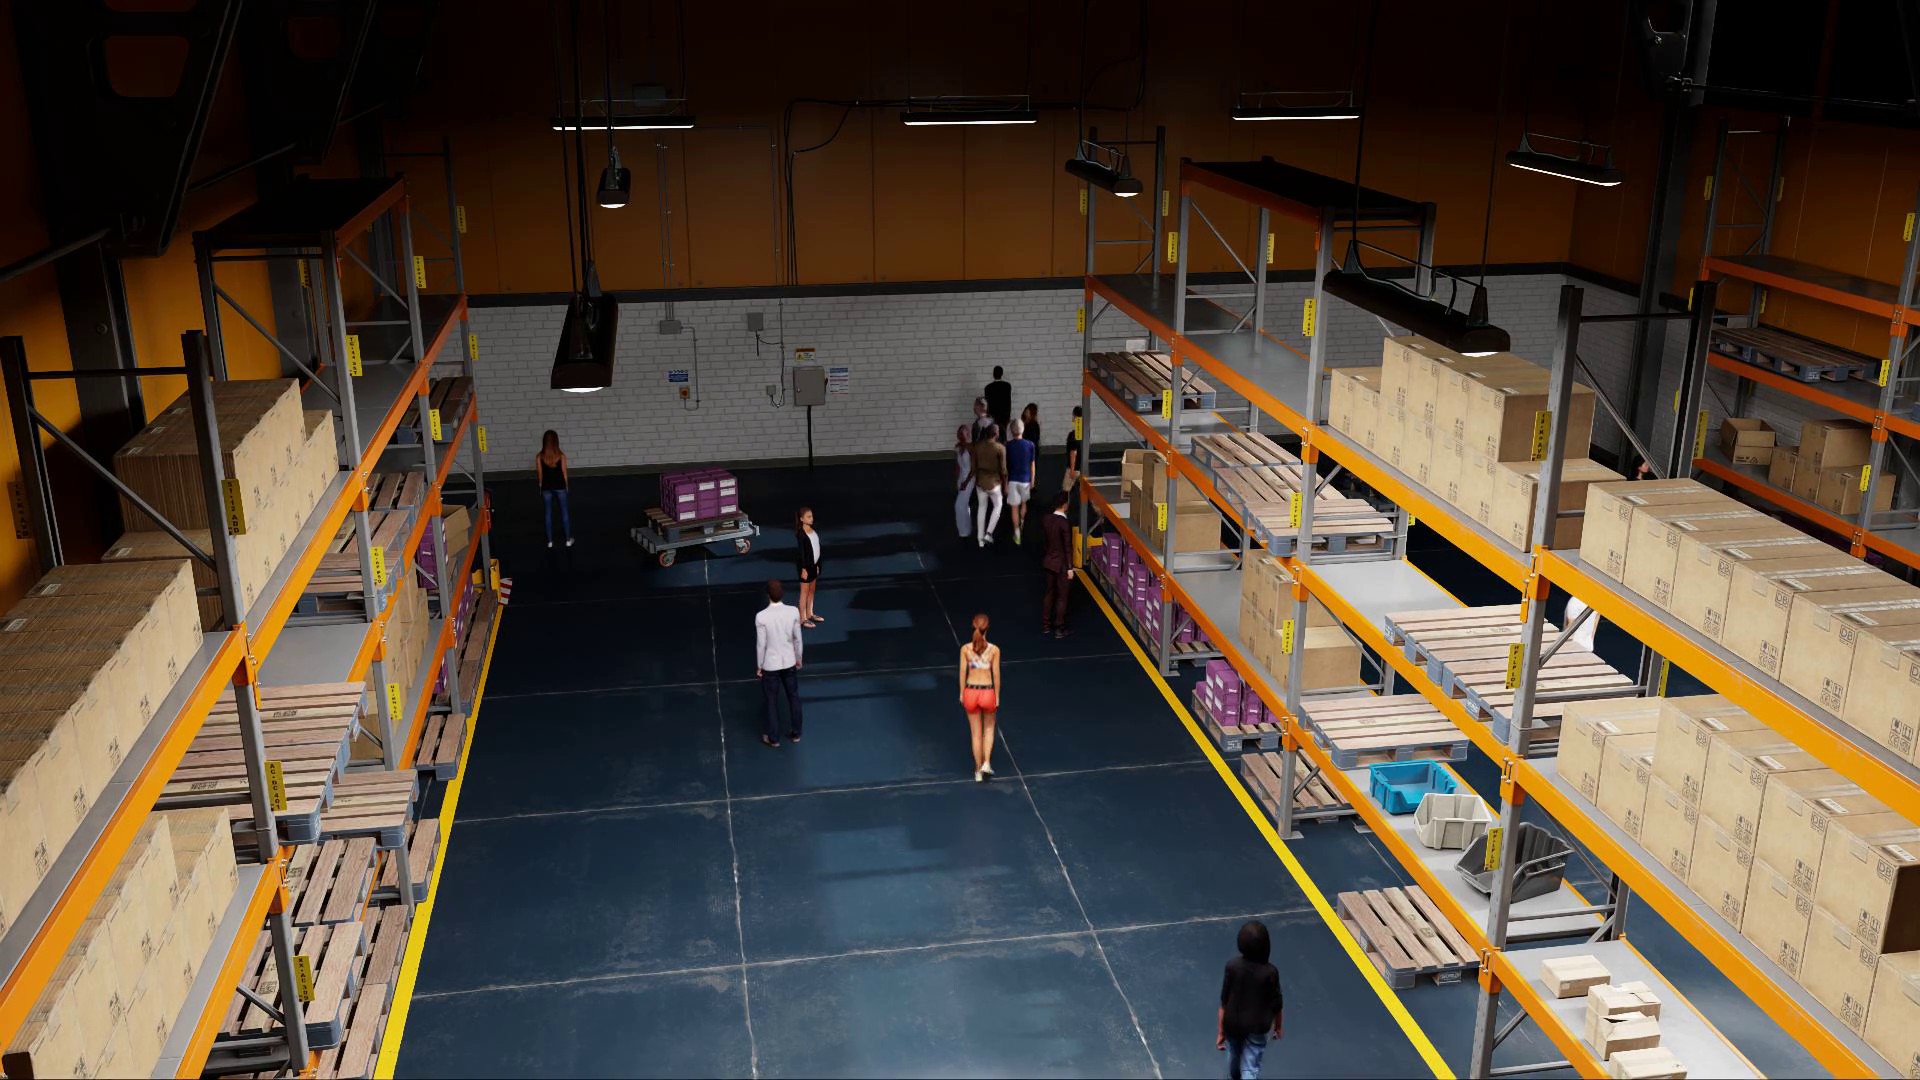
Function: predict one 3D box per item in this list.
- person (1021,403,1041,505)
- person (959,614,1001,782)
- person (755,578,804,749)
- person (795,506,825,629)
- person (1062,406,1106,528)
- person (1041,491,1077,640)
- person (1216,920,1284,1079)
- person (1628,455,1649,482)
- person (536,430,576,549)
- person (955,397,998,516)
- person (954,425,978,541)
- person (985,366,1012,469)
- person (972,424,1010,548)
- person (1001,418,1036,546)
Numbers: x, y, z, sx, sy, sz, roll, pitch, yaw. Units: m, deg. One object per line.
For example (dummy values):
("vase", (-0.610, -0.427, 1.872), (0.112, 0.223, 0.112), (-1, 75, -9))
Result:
("person", (1.122, -1.347, 25.821), (0.749, 1.667, 0.481), (1, 19, 3))
("person", (0.189, 1.633, 16.799), (0.625, 1.778, 0.671), (1, 19, 2))
("person", (-1.926, 1.300, 17.679), (0.741, 1.848, 0.671), (-9, 21, -26))
("person", (-1.933, 0.316, 21.059), (0.697, 1.556, 0.625), (8, 20, 22))
("person", (1.827, -1.044, 24.687), (1.262, 1.817, 1.134), (16, 24, 39))
("person", (1.217, 0.299, 20.630), (0.825, 1.861, 0.706), (-14, 23, -36))
("person", (1.984, 3.466, 11.538), (0.936, 1.662, 1.208), (5, 19, 15))
("person", (9.175, -0.330, 22.696), (0.741, 1.735, 0.637), (8, 20, 22))
("person", (-5.851, -0.744, 23.948), (0.592, 1.721, 0.497), (-3, 19, -8))
("person", (0.432, -1.260, 25.340), (1.167, 1.809, 1.161), (9, 20, 24))
("person", (0.150, -0.812, 24.102), (0.864, 1.751, 0.815), (-11, 21, -29))
("person", (0.627, -2.008, 27.577), (0.727, 1.800, 0.683), (-11, 21, -29))
("person", (0.401, -0.756, 23.836), (0.894, 1.815, 0.893), (7, 20, 19))
("person", (0.851, -0.821, 24.058), (0.650, 1.797, 1.039), (-3, 19, -8))
